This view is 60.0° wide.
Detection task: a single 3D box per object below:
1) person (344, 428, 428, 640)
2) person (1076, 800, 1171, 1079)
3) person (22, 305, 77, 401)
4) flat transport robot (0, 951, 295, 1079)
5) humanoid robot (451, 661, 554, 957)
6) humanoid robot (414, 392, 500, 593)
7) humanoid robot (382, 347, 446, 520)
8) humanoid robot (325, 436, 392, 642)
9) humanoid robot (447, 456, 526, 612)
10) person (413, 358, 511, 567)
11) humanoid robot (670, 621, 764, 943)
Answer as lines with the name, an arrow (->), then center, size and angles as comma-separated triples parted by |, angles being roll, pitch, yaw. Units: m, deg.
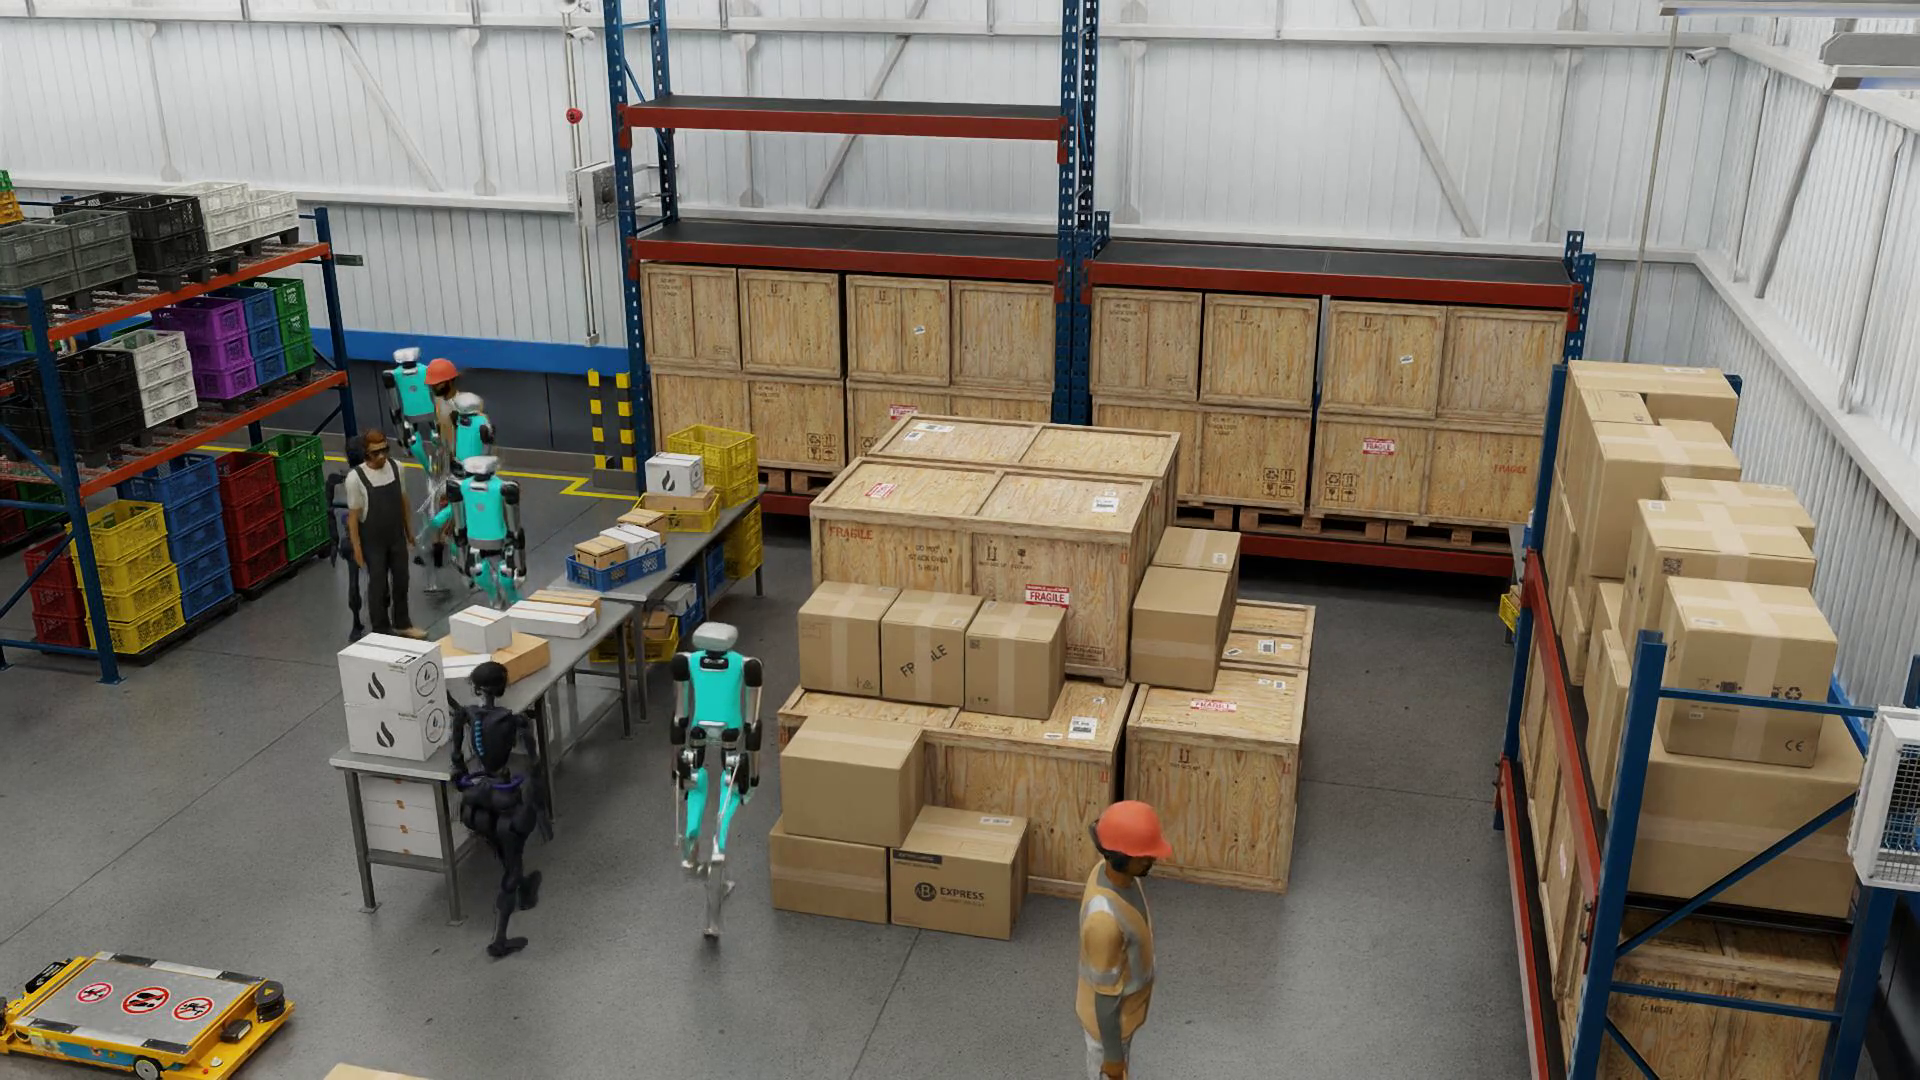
person -> -4.462, 0.003, 12.863 | 0.382, 1.839, 0.528 | 14, 25, 33
person -> 0.692, 2.041, 7.226 | 0.369, 2.043, 0.607 | 3, 21, 9
person -> -9.828, -1.954, 17.968 | 0.565, 1.836, 0.384 | -6, 22, -16
flat transport robot -> -4.270, 2.464, 8.601 | 1.431, 0.231, 0.659 | 5, 22, 13
humanoid robot -> -2.551, 1.464, 9.302 | 0.610, 1.618, 0.763 | 7, 22, 17
humanoid robot -> -4.294, -0.297, 13.815 | 0.926, 1.777, 0.577 | -17, 27, -37
humanoid robot -> -5.073, -1.032, 15.756 | 0.565, 1.742, 1.071 | -4, 21, -11
humanoid robot -> -4.673, -0.015, 13.108 | 0.584, 1.655, 0.336 | -6, 22, -16
humanoid robot -> -3.468, 0.160, 12.644 | 0.548, 1.828, 0.751 | 2, 21, 4
person -> -4.408, -0.673, 14.552 | 0.547, 1.879, 0.979 | 13, 25, 31
humanoid robot -> -1.426, 1.432, 9.275 | 0.541, 1.756, 1.016 | 2, 21, 6
